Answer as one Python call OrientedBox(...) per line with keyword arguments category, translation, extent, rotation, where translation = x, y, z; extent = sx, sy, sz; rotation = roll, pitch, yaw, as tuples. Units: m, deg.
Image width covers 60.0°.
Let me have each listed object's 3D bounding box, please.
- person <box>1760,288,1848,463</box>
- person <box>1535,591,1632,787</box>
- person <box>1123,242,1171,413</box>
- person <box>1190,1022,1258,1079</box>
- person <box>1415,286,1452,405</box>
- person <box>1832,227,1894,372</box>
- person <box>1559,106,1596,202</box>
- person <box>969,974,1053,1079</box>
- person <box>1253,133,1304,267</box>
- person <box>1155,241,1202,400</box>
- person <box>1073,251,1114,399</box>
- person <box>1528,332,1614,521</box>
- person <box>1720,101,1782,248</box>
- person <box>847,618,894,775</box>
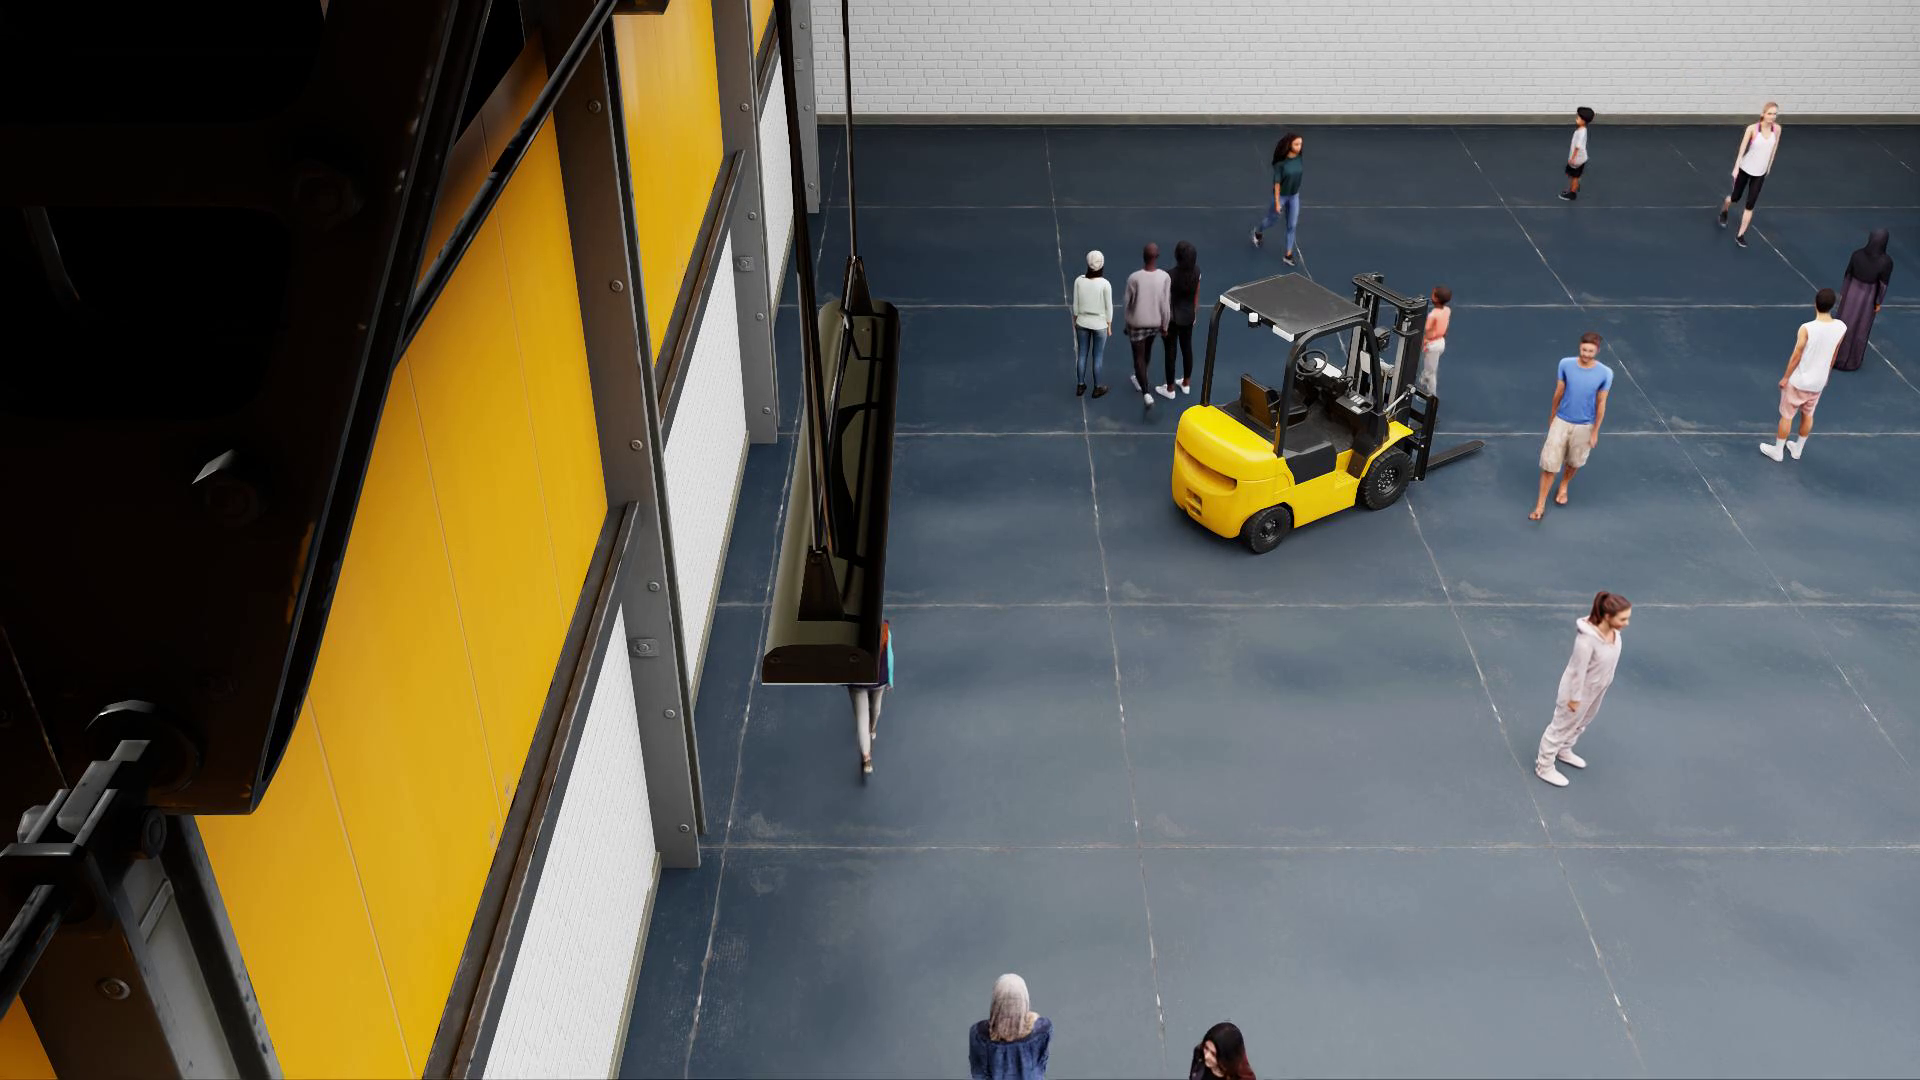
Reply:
OrientedBox(category="person", translation=(8.235, -1.582, 16.165), extent=(0.654, 1.784, 0.599), rotation=(-3, 34, -5))
OrientedBox(category="person", translation=(4.590, 1.058, 12.286), extent=(0.731, 1.683, 0.787), rotation=(-28, 43, -35))
OrientedBox(category="person", translation=(1.921, -2.172, 17.092), extent=(0.760, 1.741, 1.196), rotation=(-6, 34, -9))
OrientedBox(category="person", translation=(1.465, 3.214, 9.122), extent=(1.077, 1.593, 1.148), rotation=(28, 43, 35))
OrientedBox(category="person", translation=(4.951, -1.989, 17.220), extent=(0.685, 1.295, 0.753), rotation=(-27, 42, -34))
OrientedBox(category="person", translation=(9.675, -2.611, 17.870), extent=(0.768, 1.612, 0.704), rotation=(-27, 42, -35))
OrientedBox(category="person", translation=(8.203, -5.074, 21.903), extent=(0.598, 1.249, 0.484), rotation=(8, 35, 12))
OrientedBox(category="person", translation=(0.292, 3.113, 9.194), extent=(0.617, 1.682, 0.690), rotation=(-1, 34, -2))
OrientedBox(category="person", translation=(3.898, -4.192, 20.268), extent=(0.874, 1.590, 1.141), rotation=(-14, 36, -20))
OrientedBox(category="person", translation=(2.273, -2.304, 17.302), extent=(0.694, 1.729, 0.700), rotation=(-17, 37, -23))
OrientedBox(category="person", translation=(1.380, -2.256, 17.305), extent=(0.633, 1.645, 0.618), rotation=(13, 36, 18))
OrientedBox(category="person", translation=(5.716, -1.126, 15.436), extent=(0.956, 1.832, 1.204), rotation=(14, 36, 20))
OrientedBox(category="person", translation=(9.845, -4.628, 20.769), extent=(0.685, 1.761, 1.120), rotation=(3, 34, 4))
OrientedBox(category="person", translation=(-0.705, 1.075, 12.451), extent=(0.637, 1.470, 0.980), rotation=(-4, 34, -5))
